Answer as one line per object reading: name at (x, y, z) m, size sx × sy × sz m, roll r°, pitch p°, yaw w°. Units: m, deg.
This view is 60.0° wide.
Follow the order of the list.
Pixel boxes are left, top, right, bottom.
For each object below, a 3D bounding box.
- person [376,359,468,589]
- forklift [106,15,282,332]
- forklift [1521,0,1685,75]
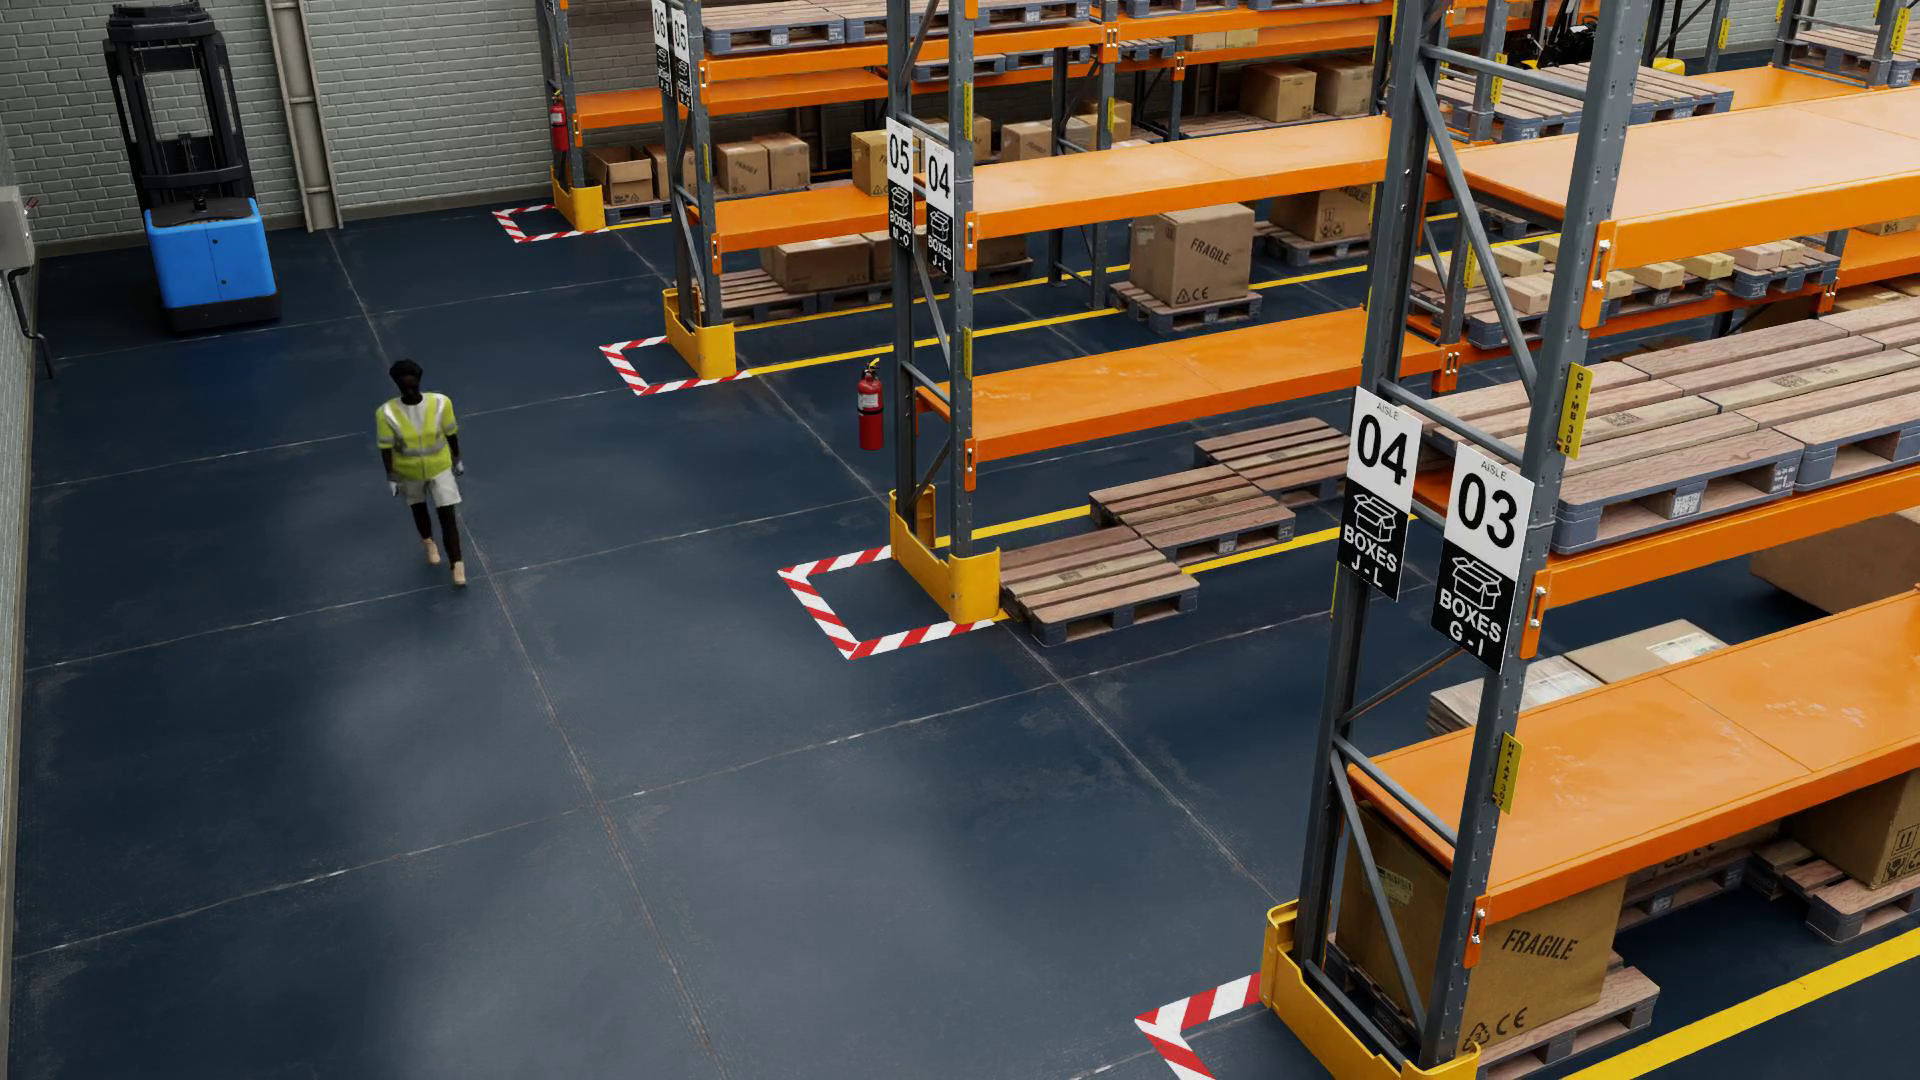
person at (-3.700, -0.459, 11.475) m, size 0.544 × 1.639 × 0.896 m, roll -10°, pitch 29°, yaw -18°
forklift at (-7.548, -3.672, 16.323) m, size 1.129 × 2.768 × 1.873 m, roll -12°, pitch 30°, yaw -22°
forklift at (8.950, -6.807, 23.056) m, size 1.214 × 2.155 × 2.313 m, roll -12°, pitch 30°, yaw -22°
